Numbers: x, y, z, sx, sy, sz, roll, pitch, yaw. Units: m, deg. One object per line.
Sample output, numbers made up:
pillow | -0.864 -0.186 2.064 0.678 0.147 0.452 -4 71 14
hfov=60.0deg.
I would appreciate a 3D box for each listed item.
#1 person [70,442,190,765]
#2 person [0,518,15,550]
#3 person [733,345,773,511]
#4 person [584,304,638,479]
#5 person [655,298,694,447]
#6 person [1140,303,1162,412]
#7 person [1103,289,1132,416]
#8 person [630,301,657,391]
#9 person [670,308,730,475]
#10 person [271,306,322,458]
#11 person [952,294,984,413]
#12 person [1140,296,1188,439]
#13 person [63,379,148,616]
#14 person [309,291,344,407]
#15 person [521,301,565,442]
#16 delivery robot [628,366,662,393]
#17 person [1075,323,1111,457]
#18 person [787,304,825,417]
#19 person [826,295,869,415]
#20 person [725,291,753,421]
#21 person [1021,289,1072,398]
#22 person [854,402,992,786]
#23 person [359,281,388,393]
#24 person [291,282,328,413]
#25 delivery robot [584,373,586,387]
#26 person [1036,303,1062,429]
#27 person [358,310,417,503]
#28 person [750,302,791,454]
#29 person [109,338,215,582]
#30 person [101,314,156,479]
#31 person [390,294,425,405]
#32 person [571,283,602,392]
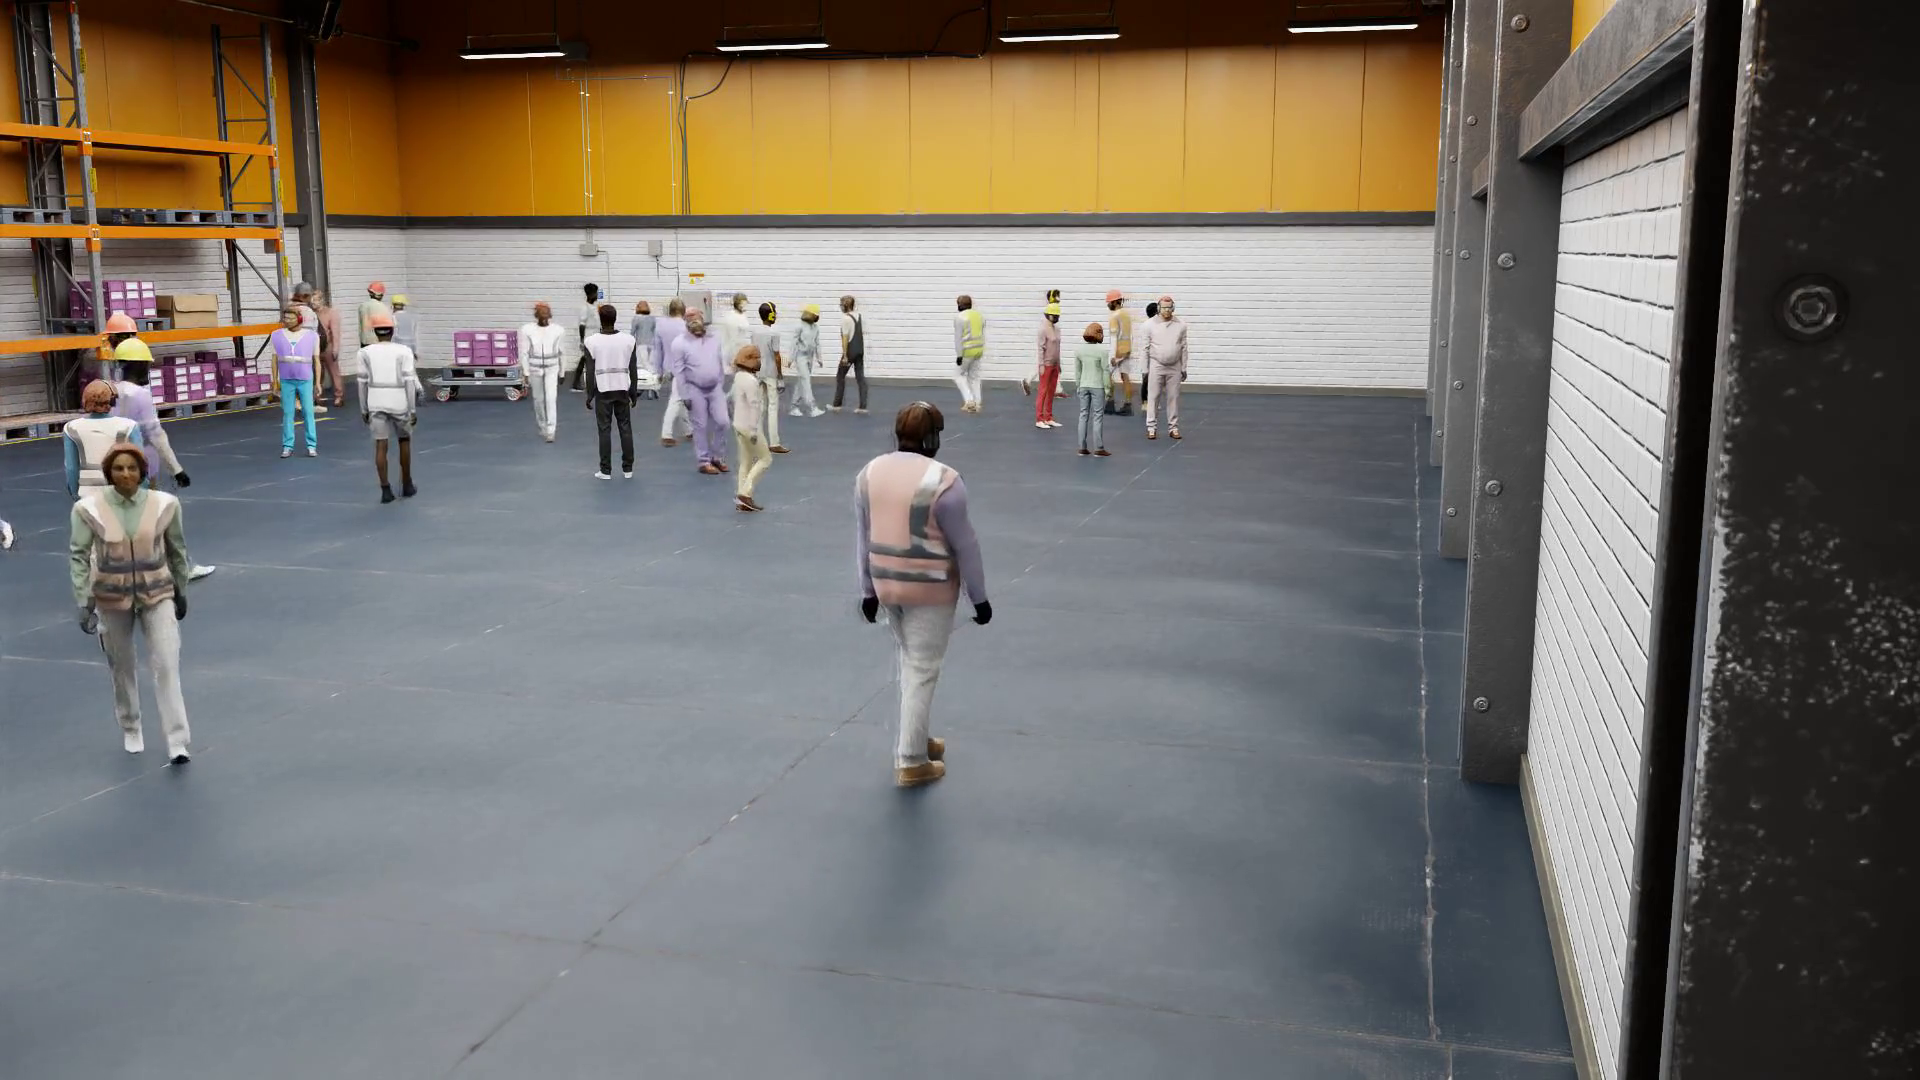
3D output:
person | -4.056 0.323 8.171 0.525 1.599 0.835 -6 11 -29
person | -8.269 -0.698 13.616 0.555 1.724 0.702 5 11 27
person | -2.000 -1.065 15.981 0.343 1.620 0.500 -5 11 -27
person | -3.829 -1.624 18.285 0.593 1.922 0.391 -5 11 -27
person | -3.607 -2.157 21.415 0.628 1.892 1.037 6 12 30
person | 2.958 -2.825 25.732 0.318 1.693 0.547 4 11 22
person | 2.349 -2.829 25.156 0.710 1.895 0.592 7 12 34
person | -5.571 -3.449 29.550 0.806 1.595 0.502 8 13 40
person | -2.858 -1.642 18.513 0.672 1.875 0.517 -8 13 -39
person | -8.031 -1.914 20.159 0.563 1.838 0.391 -3 10 -14
person | 0.123 -2.842 25.485 0.441 1.819 0.692 7 12 35
person | 2.715 -2.279 22.062 0.639 1.900 0.404 -2 10 -11
person | -5.894 -0.288 11.517 0.517 1.641 0.308 -2 10 -14
person | -10.066 -2.987 26.213 0.667 1.846 1.024 1 10 5
person | -5.500 -2.243 22.016 0.567 1.849 0.934 -2 10 -12
delivery robot | -5.342 -2.672 27.819 0.707 0.478 0.477 4 11 20
person | 1.623 -1.830 20.265 0.499 1.632 0.282 8 13 38
person | -2.260 -2.684 24.924 0.849 1.681 0.547 7 12 36
person | -1.716 -2.825 25.403 0.881 1.804 0.533 9 13 41
person | -3.234 -2.616 23.954 0.513 1.915 0.637 2 10 11
person | 1.476 -3.318 28.103 0.796 1.850 0.522 3 11 17
person | -0.118 0.245 7.989 0.639 1.824 0.653 9 13 42
person | -9.715 -3.311 27.694 0.638 1.976 0.451 5 11 26
person | -9.958 -2.924 25.309 0.648 2.000 0.703 -8 13 -38
delivery robot | -5.994 -2.727 28.130 0.707 0.478 0.477 4 11 19
person | 1.283 -2.454 23.428 0.328 1.765 0.532 7 12 34
person | -5.763 -1.355 16.805 0.567 1.899 0.851 -1 10 -8
person | -2.372 -2.001 20.563 0.520 1.874 0.332 8 13 38
person | -6.048 -0.543 12.312 0.945 1.877 0.589 -9 13 -42
person | -7.604 -1.098 15.261 0.379 1.937 0.548 -4 11 -20
person | -8.904 -3.033 26.621 0.762 1.801 0.595 9 13 41
person | -6.361 -3.519 29.033 1.017 1.899 0.625 1 10 3
